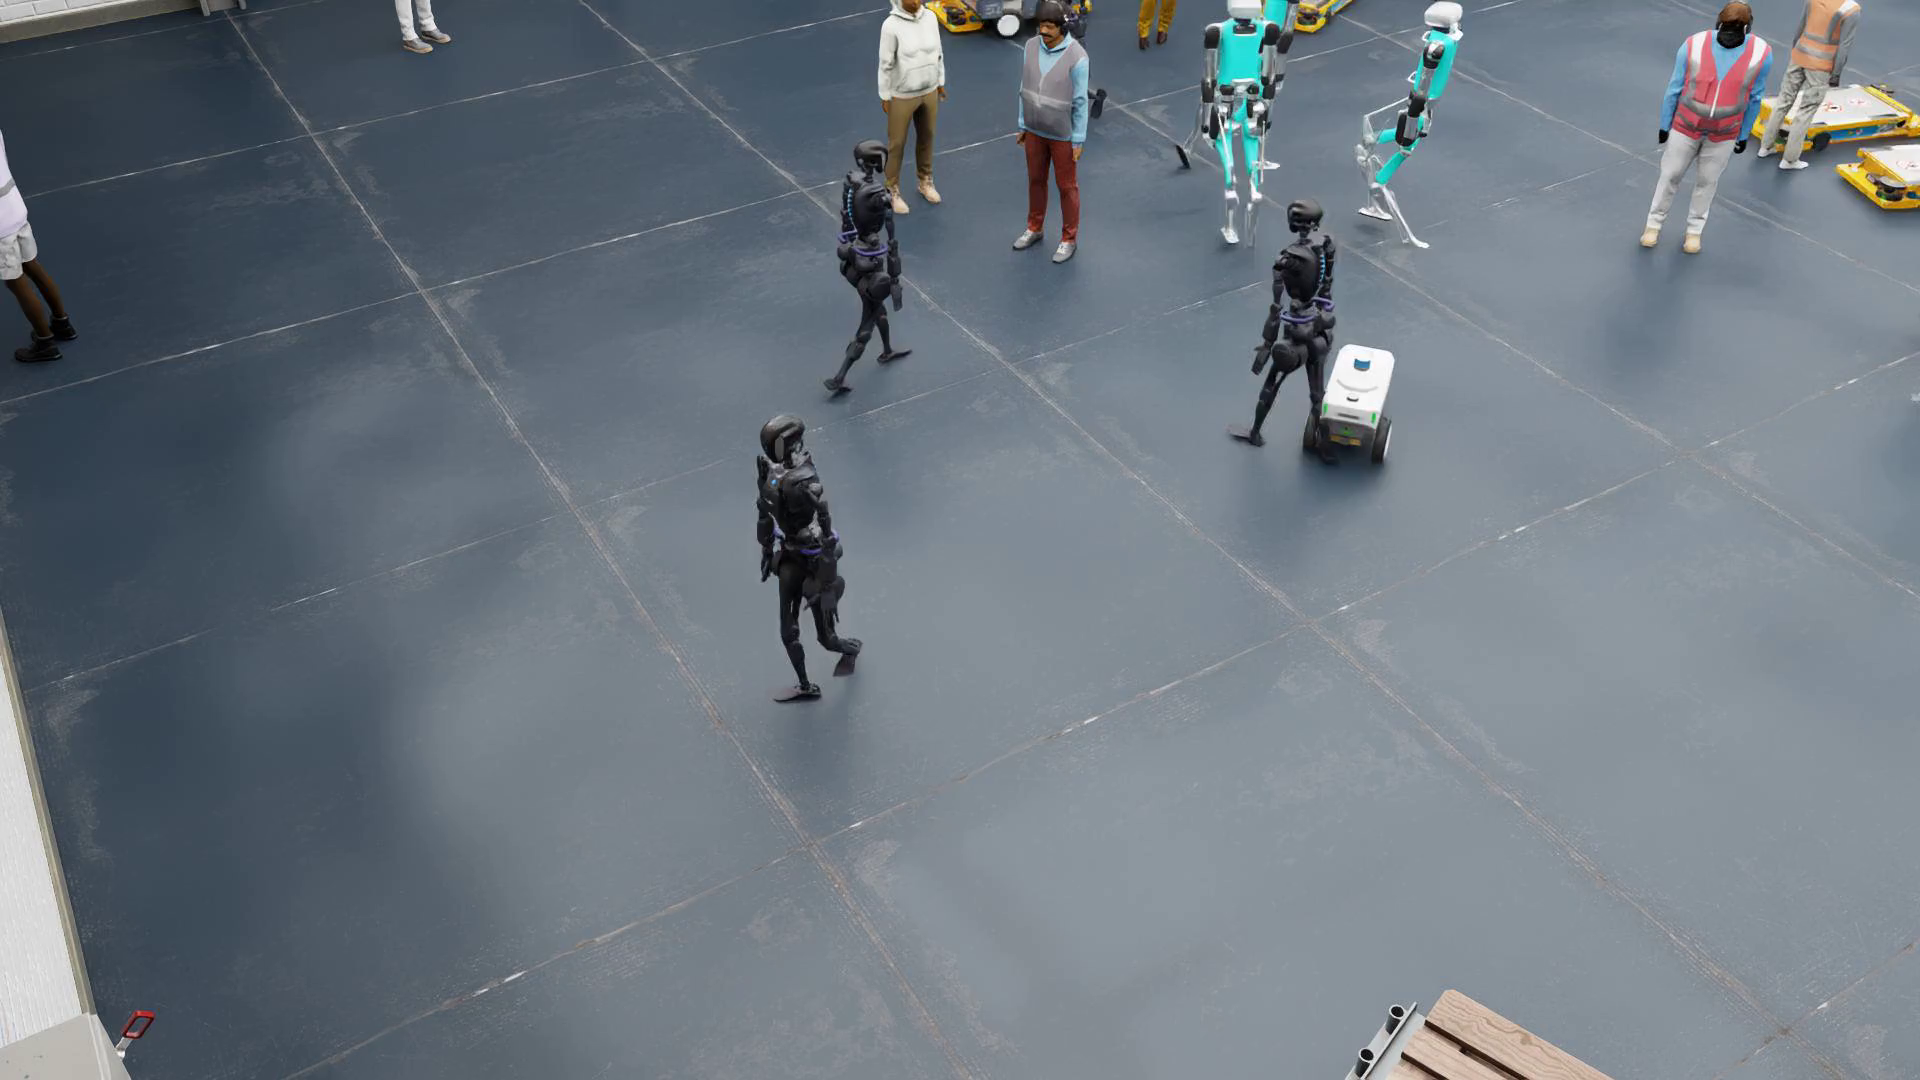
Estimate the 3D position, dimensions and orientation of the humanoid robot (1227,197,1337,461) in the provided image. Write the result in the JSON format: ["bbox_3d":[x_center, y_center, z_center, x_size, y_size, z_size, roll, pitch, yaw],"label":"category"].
[{"bbox_3d":[1.991,-1.198,9.705,0.602,1.642,0.594,-30,47,-32],"label":"humanoid robot"}]

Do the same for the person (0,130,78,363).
[{"bbox_3d":[-6.107,-2.025,10.518,0.385,1.929,0.537,-3,39,-4],"label":"person"}]

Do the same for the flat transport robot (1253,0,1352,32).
[{"bbox_3d":[3.356,-5.196,15.849,0.659,0.231,1.431,22,43,26],"label":"flat transport robot"}]

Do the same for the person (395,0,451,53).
[{"bbox_3d":[-4.876,-5.252,14.629,0.354,1.878,0.566,20,43,23],"label":"person"}]

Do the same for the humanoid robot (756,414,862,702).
[{"bbox_3d":[-0.707,0.107,8.065,0.571,1.652,0.614,-23,44,-26],"label":"humanoid robot"}]

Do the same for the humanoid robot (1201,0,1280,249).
[{"bbox_3d":[1.988,-2.815,11.749,0.535,1.882,0.798,-5,39,-6],"label":"humanoid robot"}]

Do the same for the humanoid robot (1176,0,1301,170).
[{"bbox_3d":[2.076,-3.623,12.695,0.945,1.772,0.550,-6,39,-7],"label":"humanoid robot"}]

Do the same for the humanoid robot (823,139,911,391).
[{"bbox_3d":[-0.598,-1.717,10.366,0.762,1.637,0.611,-24,45,-28],"label":"humanoid robot"}]

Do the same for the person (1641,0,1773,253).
[{"bbox_3d":[5.234,-2.893,11.688,0.630,1.836,0.432,14,40,17],"label":"person"}]

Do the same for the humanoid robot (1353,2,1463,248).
[{"bbox_3d":[3.114,-2.983,11.896,0.831,1.799,0.543,19,42,22],"label":"humanoid robot"}]

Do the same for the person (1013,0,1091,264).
[{"bbox_3d":[0.655,-2.868,11.623,0.542,1.872,0.412,24,45,28],"label":"person"}]

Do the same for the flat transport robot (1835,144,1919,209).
[{"bbox_3d":[7.625,-2.823,12.853,1.431,0.231,0.659,-5,39,-7],"label":"flat transport robot"}]

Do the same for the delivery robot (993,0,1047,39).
[{"bbox_3d":[0.590,-4.963,15.329,0.775,0.601,0.499,-8,39,-10],"label":"delivery robot"}]

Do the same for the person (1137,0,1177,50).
[{"bbox_3d":[1.854,-5.169,14.633,0.539,1.725,0.590,2,38,3],"label":"person"}]

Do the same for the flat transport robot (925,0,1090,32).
[{"bbox_3d":[0.450,-5.082,15.704,1.431,0.231,0.659,-15,41,-18],"label":"flat transport robot"}]

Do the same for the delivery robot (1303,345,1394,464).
[{"bbox_3d":[2.416,-0.865,10.149,0.499,0.590,0.793,13,40,15],"label":"delivery robot"}]

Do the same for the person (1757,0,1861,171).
[{"bbox_3d":[6.584,-3.667,12.819,0.313,1.633,0.517,-15,41,-18],"label":"person"}]

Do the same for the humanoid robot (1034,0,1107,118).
[{"bbox_3d":[0.883,-4.122,13.379,0.695,1.627,0.613,-25,45,-28],"label":"humanoid robot"}]

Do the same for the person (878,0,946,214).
[{"bbox_3d":[-0.373,-3.296,12.252,0.524,1.759,0.373,-21,43,-24],"label":"person"}]

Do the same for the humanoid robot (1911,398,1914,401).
[{"bbox_3d":[6.250,-1.419,9.949,0.801,1.800,0.537,4,39,5],"label":"humanoid robot"}]

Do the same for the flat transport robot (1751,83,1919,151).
[{"bbox_3d":[7.170,-3.472,13.672,1.431,0.231,0.659,-9,39,-11],"label":"flat transport robot"}]
